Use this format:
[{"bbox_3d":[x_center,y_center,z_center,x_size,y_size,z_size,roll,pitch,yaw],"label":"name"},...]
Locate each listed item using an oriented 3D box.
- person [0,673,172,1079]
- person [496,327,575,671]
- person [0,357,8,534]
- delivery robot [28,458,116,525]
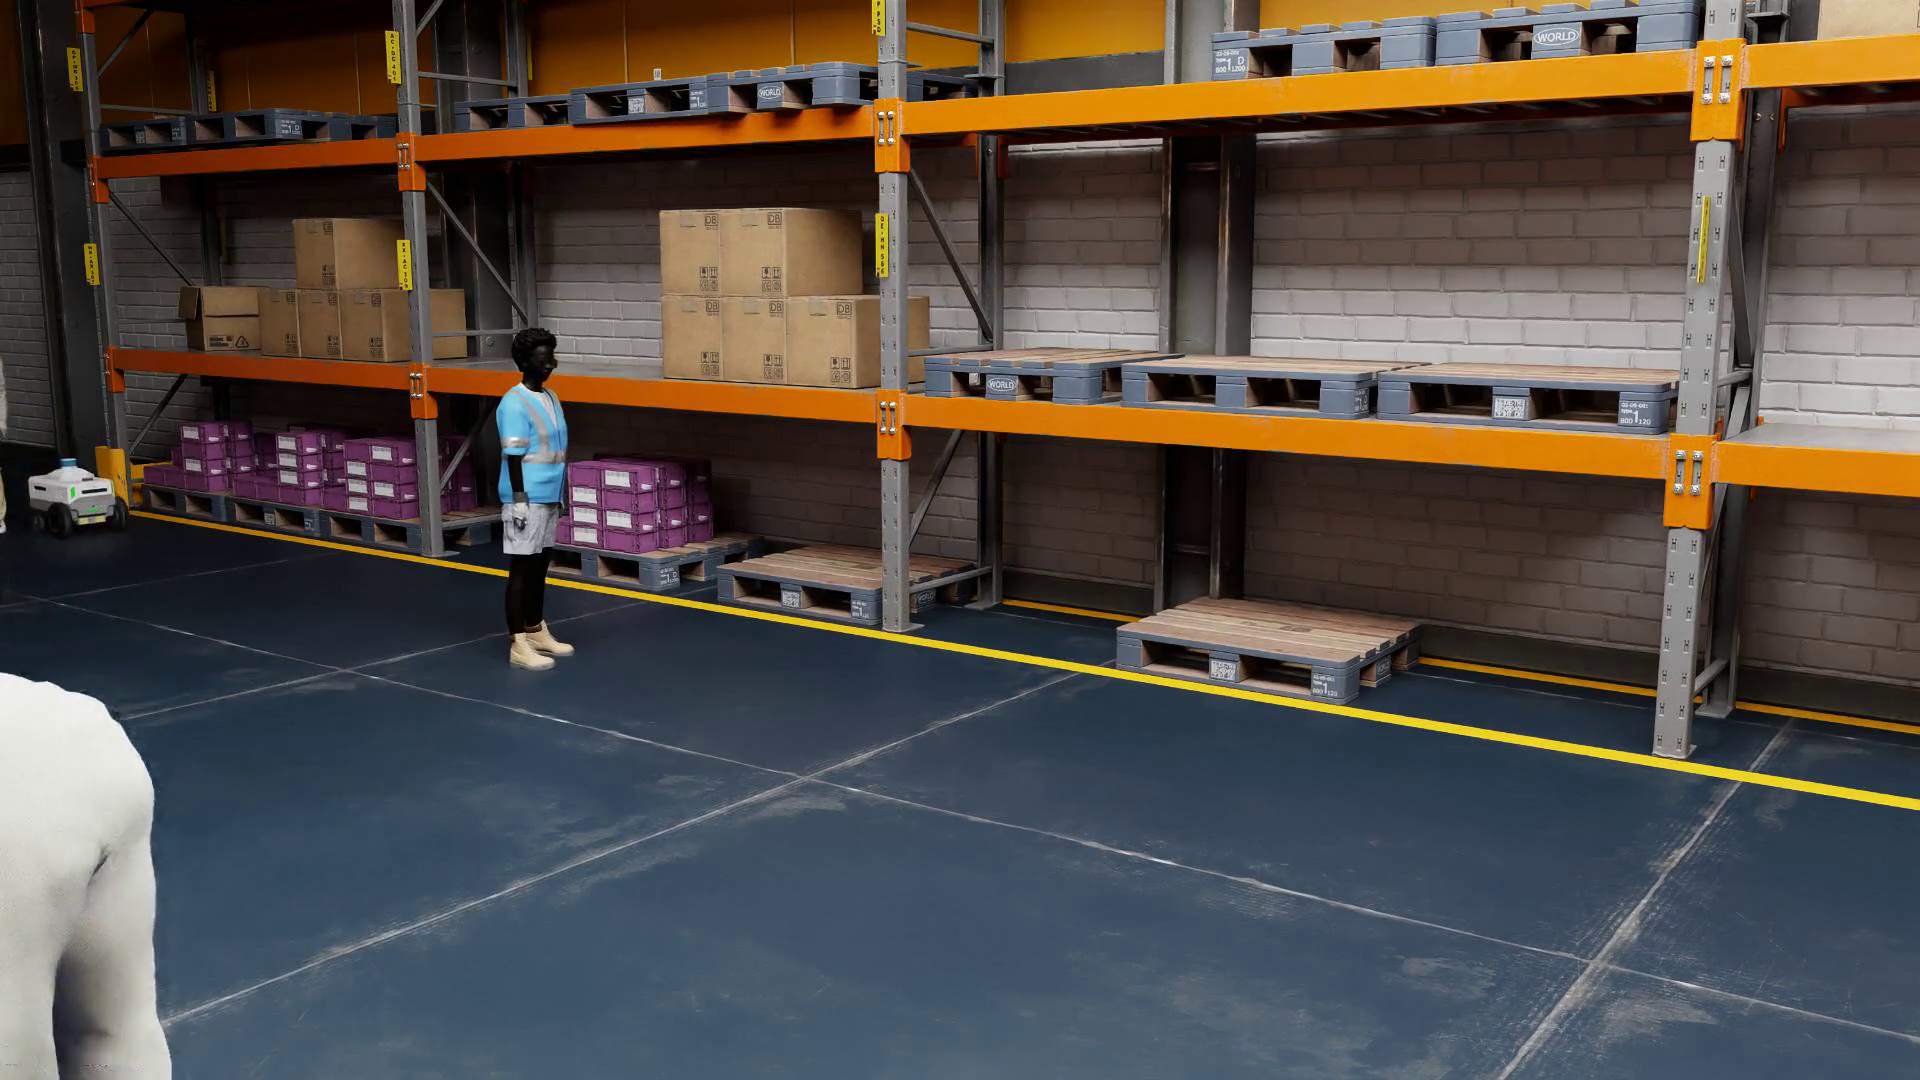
[{"bbox_3d":[-1.062,0.811,1.643,0.891,1.907,0.636,7,12,37],"label":"person"},{"bbox_3d":[-2.124,-0.212,8.316,0.320,1.698,0.537,1,10,8],"label":"person"},{"bbox_3d":[-7.314,-0.847,12.296,0.504,1.633,0.269,-3,10,-15],"label":"person"},{"bbox_3d":[-6.592,-0.362,12.335,0.707,0.478,0.477,7,12,36],"label":"delivery robot"}]
